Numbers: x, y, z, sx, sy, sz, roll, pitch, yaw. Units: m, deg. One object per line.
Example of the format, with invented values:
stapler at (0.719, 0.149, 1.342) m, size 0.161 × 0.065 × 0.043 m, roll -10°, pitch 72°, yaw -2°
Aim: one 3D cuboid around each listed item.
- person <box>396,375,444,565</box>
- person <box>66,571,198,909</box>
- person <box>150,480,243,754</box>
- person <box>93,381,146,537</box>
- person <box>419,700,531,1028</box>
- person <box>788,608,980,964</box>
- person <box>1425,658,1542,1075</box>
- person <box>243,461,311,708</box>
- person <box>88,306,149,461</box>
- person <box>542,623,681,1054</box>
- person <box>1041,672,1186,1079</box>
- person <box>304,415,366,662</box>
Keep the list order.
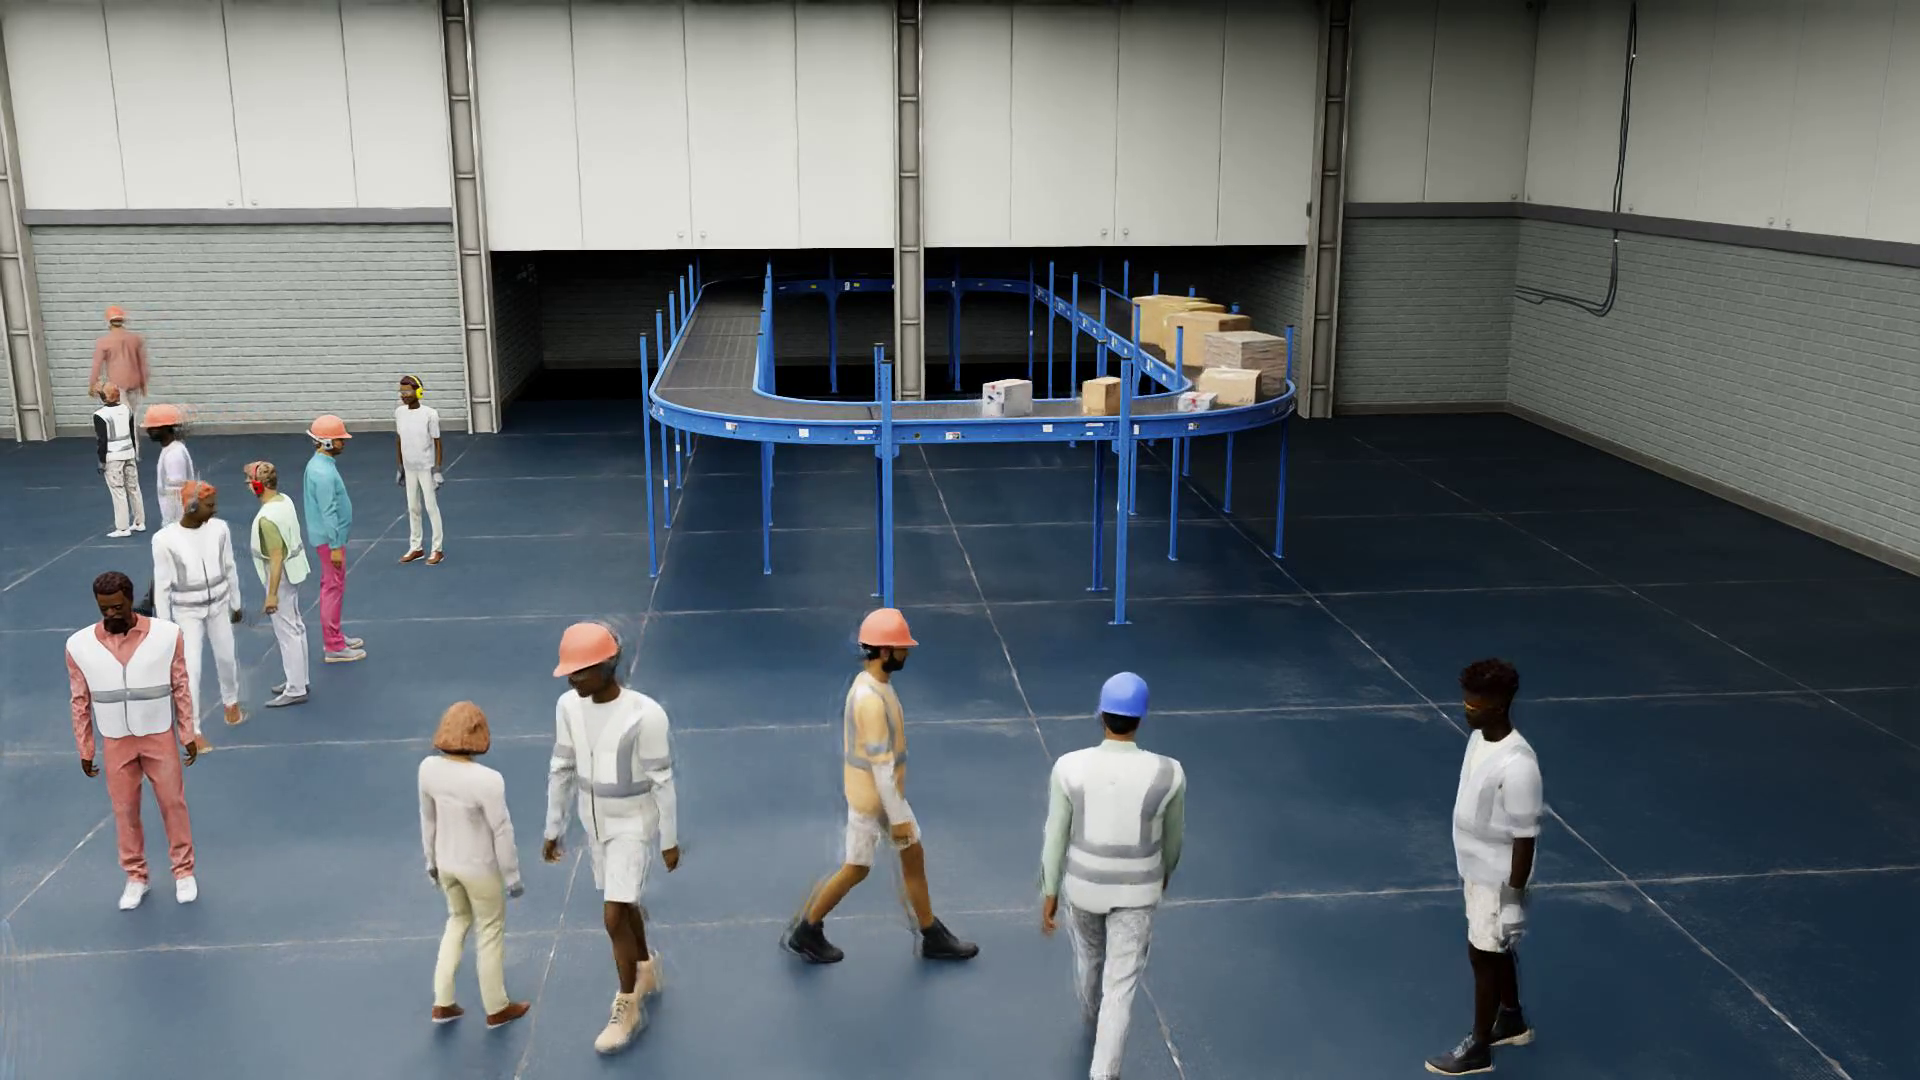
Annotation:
person at (-5.279, -0.681, 16.226) m, size 0.521 × 1.873 × 0.335 m, roll 5°, pitch 15°, yaw 20°
person at (-4.513, 1.080, 9.113) m, size 0.597 × 1.908 × 0.407 m, roll -5°, pitch 15°, yaw -20°
person at (-5.300, 0.494, 11.570) m, size 0.646 × 1.860 × 0.673 m, roll 11°, pitch 18°, yaw 37°
person at (-8.781, -0.843, 17.342) m, size 0.309 × 1.638 × 0.522 m, roll 4°, pitch 14°, yaw 14°
person at (-2.297, 1.538, 7.841) m, size 0.506 × 1.633 × 0.345 m, roll 8°, pitch 16°, yaw 28°
person at (-0.426, 1.269, 8.408) m, size 0.954 × 1.895 × 0.554 m, roll 2°, pitch 14°, yaw 7°
person at (2.433, 1.489, 7.474) m, size 0.669 × 1.966 × 0.680 m, roll 0°, pitch 14°, yaw 0°
person at (-5.012, 0.320, 12.285) m, size 0.392 × 1.839 × 0.563 m, roll -3°, pitch 14°, yaw -11°
person at (-10.785, -2.004, 21.312) m, size 0.646 × 1.969 × 0.652 m, roll 8°, pitch 16°, yaw 30°
person at (-1.668, 1.366, 7.774) m, size 0.622 × 1.998 × 0.800 m, roll 8°, pitch 16°, yaw 30°
person at (0.699, 1.503, 7.450) m, size 0.605 × 1.878 × 1.057 m, roll 4°, pitch 14°, yaw 14°
person at (-5.015, -0.017, 13.338) m, size 0.405 × 1.985 × 0.618 m, roll -6°, pitch 15°, yaw -24°
